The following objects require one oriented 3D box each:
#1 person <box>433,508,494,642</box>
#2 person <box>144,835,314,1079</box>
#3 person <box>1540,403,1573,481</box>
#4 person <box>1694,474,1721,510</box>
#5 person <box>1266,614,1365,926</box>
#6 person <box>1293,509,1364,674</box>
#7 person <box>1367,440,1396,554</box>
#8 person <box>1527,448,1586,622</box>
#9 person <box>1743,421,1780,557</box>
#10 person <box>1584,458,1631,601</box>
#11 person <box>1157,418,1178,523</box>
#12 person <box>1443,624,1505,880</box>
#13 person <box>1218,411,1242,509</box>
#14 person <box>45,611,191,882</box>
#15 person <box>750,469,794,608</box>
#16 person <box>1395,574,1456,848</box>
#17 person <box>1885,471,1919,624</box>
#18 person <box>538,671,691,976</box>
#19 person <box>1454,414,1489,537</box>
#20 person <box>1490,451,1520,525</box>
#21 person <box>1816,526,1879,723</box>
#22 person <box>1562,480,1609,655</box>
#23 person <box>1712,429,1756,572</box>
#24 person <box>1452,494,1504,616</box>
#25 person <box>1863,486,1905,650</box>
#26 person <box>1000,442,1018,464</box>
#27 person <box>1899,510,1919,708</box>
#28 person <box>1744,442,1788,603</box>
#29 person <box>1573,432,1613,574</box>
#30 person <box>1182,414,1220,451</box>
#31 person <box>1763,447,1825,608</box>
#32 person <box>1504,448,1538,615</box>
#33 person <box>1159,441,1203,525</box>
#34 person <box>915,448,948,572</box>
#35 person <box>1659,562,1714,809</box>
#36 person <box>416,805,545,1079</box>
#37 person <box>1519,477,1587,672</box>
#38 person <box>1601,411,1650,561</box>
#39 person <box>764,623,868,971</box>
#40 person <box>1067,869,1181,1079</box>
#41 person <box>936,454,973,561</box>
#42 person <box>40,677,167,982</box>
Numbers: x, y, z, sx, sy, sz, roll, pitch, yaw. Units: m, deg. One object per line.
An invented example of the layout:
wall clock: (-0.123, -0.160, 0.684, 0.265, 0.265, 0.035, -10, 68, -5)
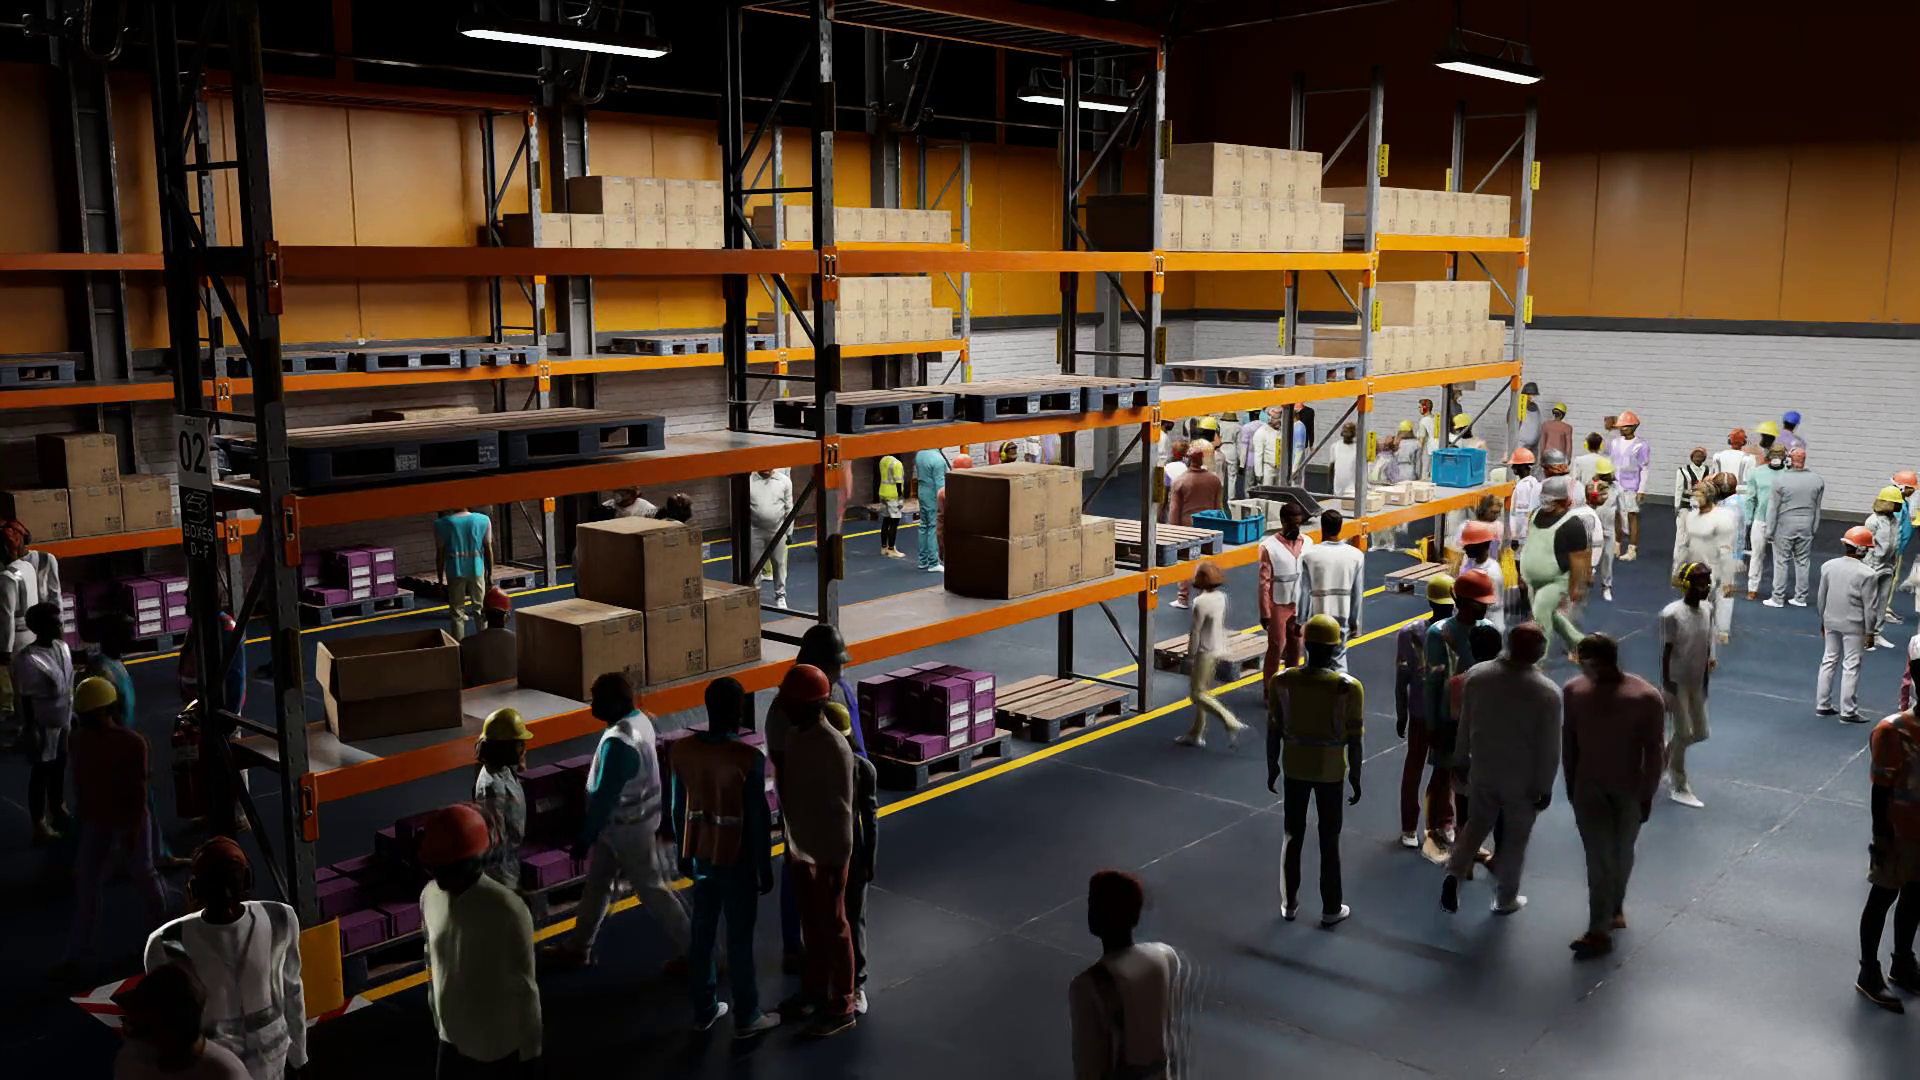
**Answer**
person: (-4.960, 0.368, 16.665, 0.565, 1.846, 0.390, -4, 10, -24)
person: (-2.813, 2.061, 6.447, 0.584, 1.882, 0.346, -8, 12, -39)
person: (9.828, -1.386, 27.429, 0.532, 1.754, 0.342, 7, 12, 38)
person: (8.234, 0.140, 18.302, 0.330, 1.750, 0.573, 2, 10, 10)
person: (2.185, 1.404, 10.243, 0.593, 1.924, 0.384, 4, 10, 23)
person: (3.246, 0.684, 14.618, 0.599, 1.905, 0.391, -2, 10, -11)
person: (5.800, -0.615, 23.222, 0.540, 1.610, 0.411, 8, 13, 41)
person: (6.550, -0.026, 18.438, 0.687, 2.000, 0.535, -3, 10, -17)
person: (11.018, -0.735, 23.114, 0.596, 1.900, 0.712, -4, 10, -21)
person: (7.712, -0.124, 19.929, 0.574, 1.728, 0.383, 1, 10, 6)
person: (2.989, -0.960, 24.373, 0.392, 1.926, 0.550, 1, 10, 3)
person: (3.441, 1.395, 10.977, 0.540, 1.696, 0.317, -3, 10, -16)
person: (4.410, -1.370, 27.397, 0.491, 1.729, 0.324, 2, 10, 11)
person: (-5.609, 1.362, 10.912, 0.869, 1.804, 0.496, -2, 10, -12)
person: (-2.256, -0.111, 19.376, 0.645, 1.900, 0.399, -1, 10, -8)
person: (3.315, 1.183, 11.562, 0.588, 1.927, 0.370, -1, 10, -6)
person: (10.553, 0.078, 18.726, 0.354, 1.737, 0.576, 5, 11, 26)
person: (-1.891, 1.616, 9.426, 0.977, 1.791, 0.625, -1, 10, -8)
person: (7.269, -0.870, 23.894, 0.678, 1.904, 0.479, 9, 13, 43)
person: (7.204, -0.393, 21.879, 0.521, 1.619, 0.292, 3, 10, 16)
person: (7.877, 0.739, 14.729, 0.343, 1.749, 0.573, -4, 10, -20)
person: (6.459, 0.281, 17.235, 0.394, 1.836, 0.562, 4, 10, 22)
person: (10.177, -0.524, 21.889, 0.349, 1.881, 0.584, -8, 12, -39)
person: (5.114, 0.432, 16.413, 0.610, 1.793, 0.667, -3, 10, -19)
person: (9.679, 0.293, 17.454, 0.484, 1.737, 0.321, -4, 10, -25)
person: (0.566, -0.283, 20.502, 0.312, 1.864, 0.535, 2, 10, 11)
person: (8.739, 0.615, 14.995, 0.400, 1.913, 0.601, 5, 11, 29)
person: (9.700, -0.209, 19.873, 0.632, 1.932, 0.369, 6, 11, 30)
person: (8.306, -0.491, 21.829, 0.541, 1.842, 0.761, 4, 10, 22)
person: (3.695, -1.190, 25.435, 0.612, 2.031, 0.403, 5, 11, 29)
person: (9.788, -0.144, 19.586, 0.636, 1.899, 0.400, 0, 10, -2)
person: (6.470, -0.099, 19.201, 0.385, 1.931, 0.544, 5, 11, 29)
person: (2.828, -0.360, 21.202, 0.674, 1.776, 0.974, -3, 10, -15)
person: (-0.338, -0.524, 21.851, 0.399, 1.900, 0.644, -5, 11, -27)
person: (5.425, 1.061, 12.509, 0.524, 1.853, 0.540, -4, 10, -23)
person: (-1.856, 1.969, 6.776, 0.611, 1.971, 0.738, 7, 12, 35)
person: (5.912, 0.313, 16.415, 0.866, 2.000, 0.699, -3, 10, -17)
person: (9.046, -0.731, 22.641, 0.389, 2.041, 0.614, -5, 11, -27)
person: (-0.783, 1.459, 9.574, 0.535, 2.000, 0.685, 6, 11, 31)
person: (0.567, 2.120, 6.264, 0.586, 1.822, 1.014, -8, 13, -41)
person: (0.045, 0.037, 18.240, 0.614, 1.987, 0.408, 0, 10, -1)
person: (-4.871, 1.638, 9.435, 0.531, 1.723, 0.880, 2, 10, 9)
